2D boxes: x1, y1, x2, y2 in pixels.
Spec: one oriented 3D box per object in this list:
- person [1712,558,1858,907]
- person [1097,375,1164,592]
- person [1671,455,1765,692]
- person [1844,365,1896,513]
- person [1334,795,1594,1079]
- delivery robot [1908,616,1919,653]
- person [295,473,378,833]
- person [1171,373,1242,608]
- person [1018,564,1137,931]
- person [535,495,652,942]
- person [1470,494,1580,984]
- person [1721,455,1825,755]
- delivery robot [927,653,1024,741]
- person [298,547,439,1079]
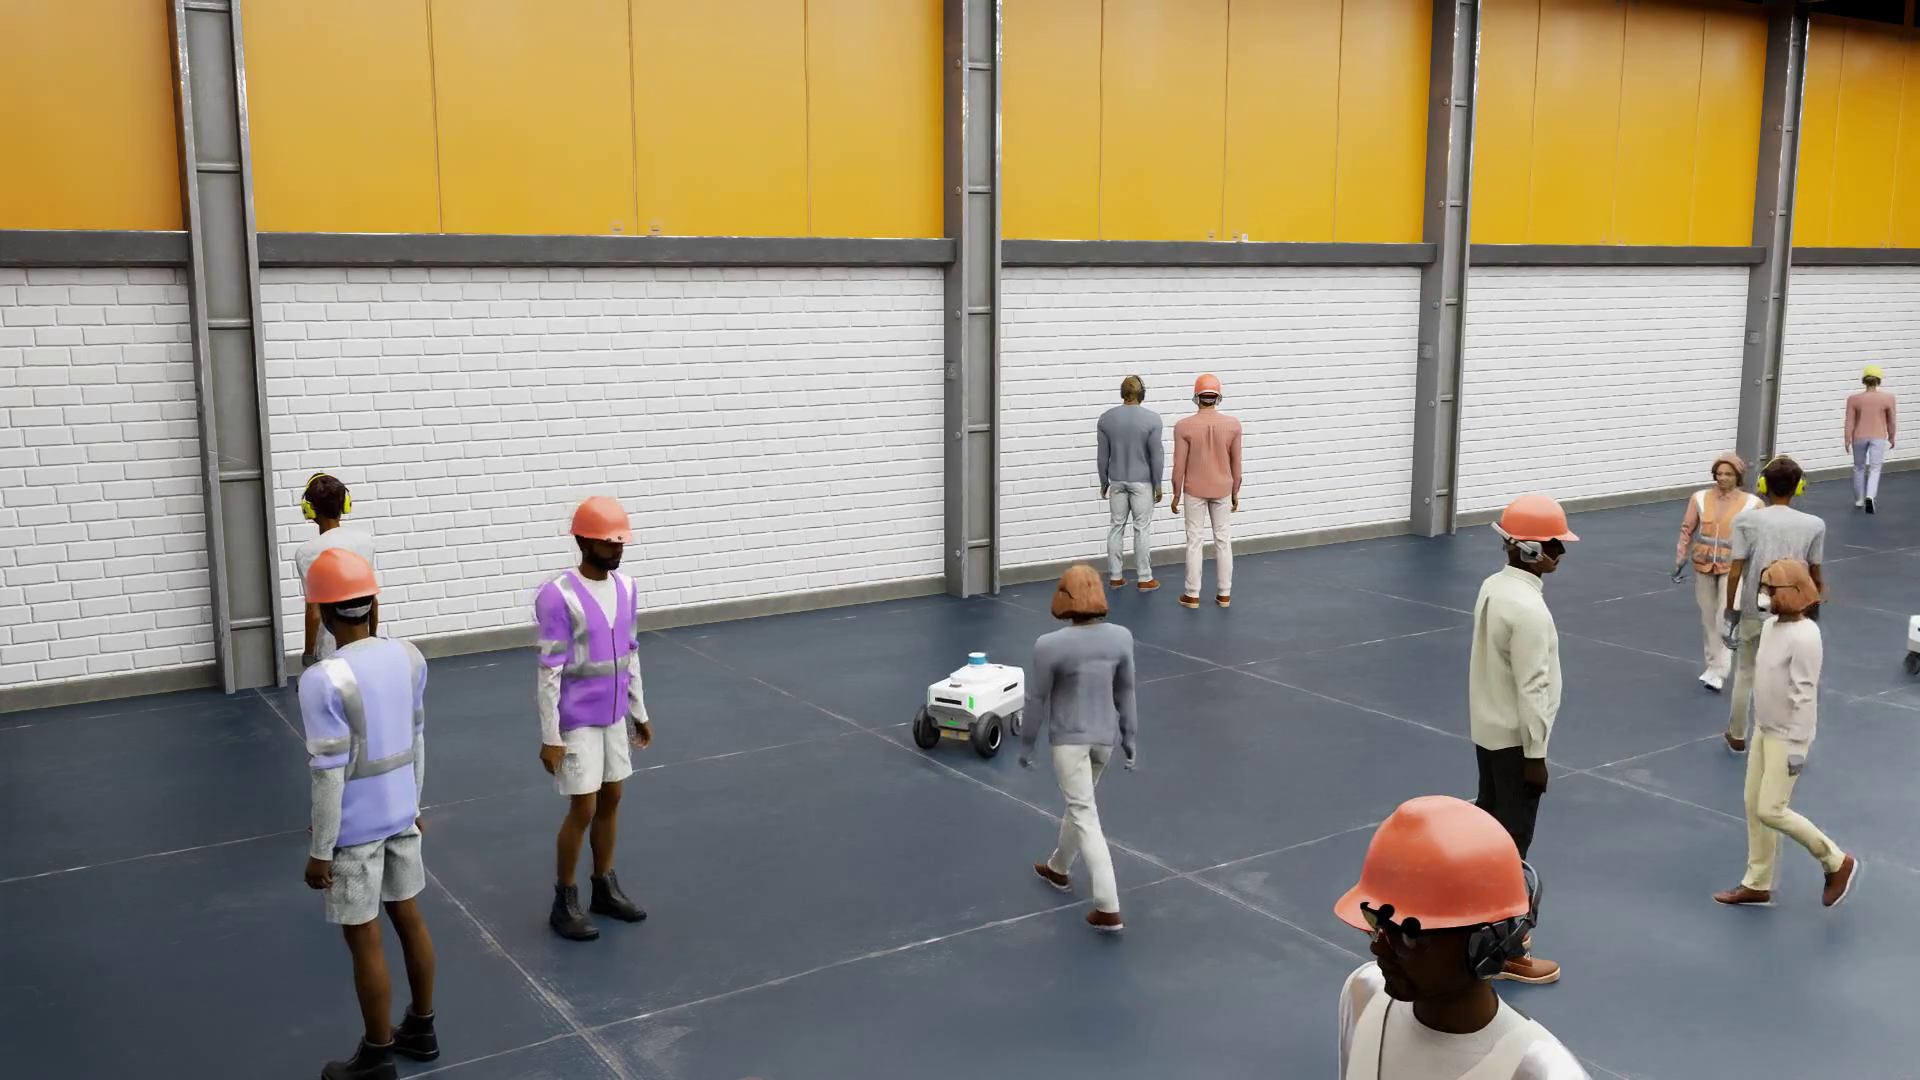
[{"bbox_3d":[3.721,0.882,7.451,0.493,1.617,0.521,1,9,5],"label":"person"},{"bbox_3d":[1.524,-0.504,14.847,0.627,1.940,0.375,5,11,29],"label":"person"},{"bbox_3d":[5.175,0.233,11.420,0.725,1.611,0.522,-9,13,-44],"label":"person"},{"bbox_3d":[10.743,-1.202,19.665,0.533,1.735,0.828,6,11,31],"label":"person"},{"bbox_3d":[0.800,1.431,2.879,0.374,2.043,0.614,-5,10,-26],"label":"person"},{"bbox_3d":[6.934,0.690,11.532,0.477,0.478,0.707,-1,9,-4],"label":"delivery robot"},{"bbox_3d":[-3.175,0.589,8.500,0.315,1.862,0.526,4,10,24],"label":"person"},{"bbox_3d":[2.091,-0.414,14.136,0.610,1.996,0.384,-1,9,-6],"label":"person"},{"bbox_3d":[0.535,0.899,7.449,0.514,1.587,0.850,-5,11,-28],"label":"person"},{"bbox_3d":[-1.564,0.768,7.258,0.431,1.926,0.579,5,11,30],"label":"person"},{"bbox_3d":[2.290,0.798,6.835,0.390,1.992,0.624,0,9,0],"label":"person"},{"bbox_3d":[4.668,0.421,9.598,0.534,1.824,0.937,3,10,19],"label":"person"},{"bbox_3d":[0.104,0.928,10.098,0.477,0.478,0.707,5,11,29],"label":"delivery robot"},{"bbox_3d":[-2.119,0.985,5.889,0.374,1.934,0.548,4,10,22],"label":"person"}]
